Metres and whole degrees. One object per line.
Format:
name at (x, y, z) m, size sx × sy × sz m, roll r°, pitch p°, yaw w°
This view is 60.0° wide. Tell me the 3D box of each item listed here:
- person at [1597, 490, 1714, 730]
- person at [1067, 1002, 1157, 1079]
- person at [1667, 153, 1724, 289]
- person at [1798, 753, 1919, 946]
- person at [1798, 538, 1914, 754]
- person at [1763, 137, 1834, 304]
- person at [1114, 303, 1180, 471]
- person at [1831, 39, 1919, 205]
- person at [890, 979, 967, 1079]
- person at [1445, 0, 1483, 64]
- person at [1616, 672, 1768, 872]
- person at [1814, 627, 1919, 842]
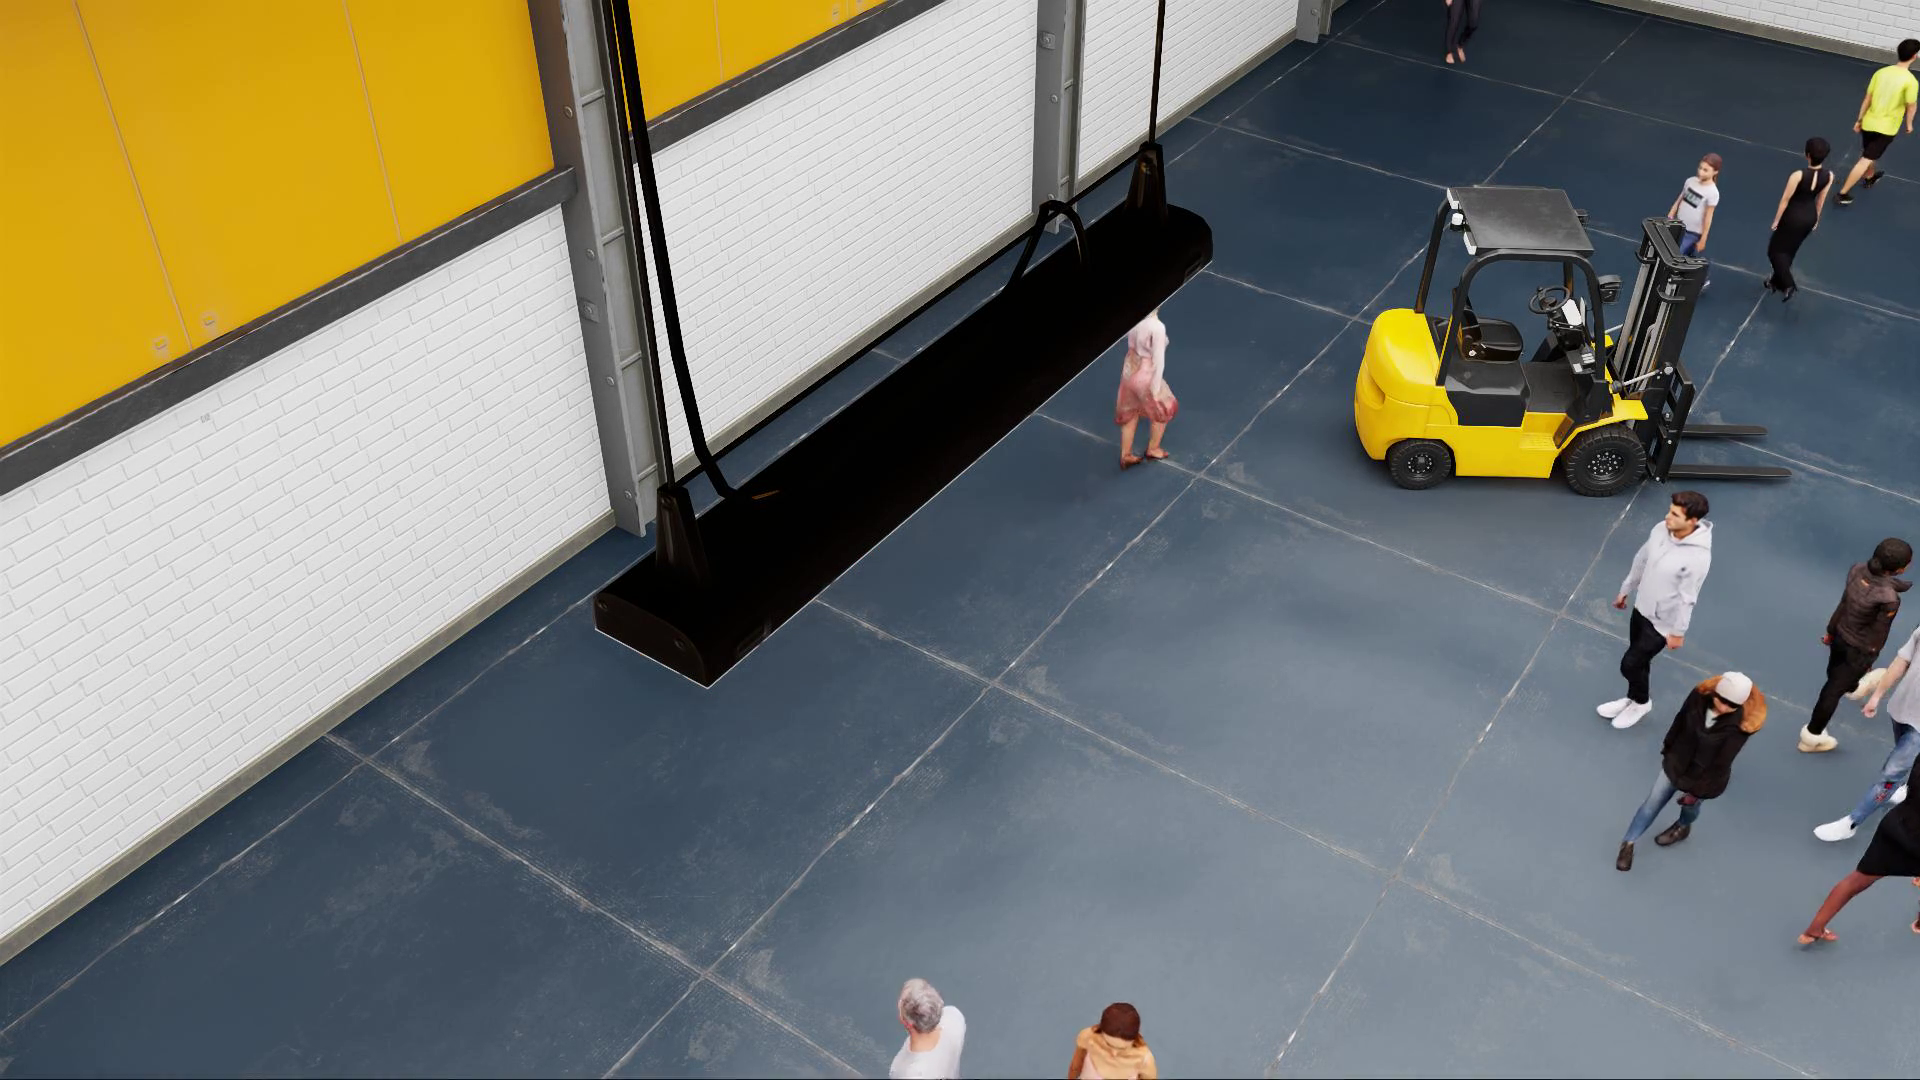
person at (4.612, 0.457, 10.786) m, size 0.868 × 1.914 × 0.815 m, roll -8°, pitch 39°, yaw -10°
person at (0.779, 2.708, 8.070) m, size 0.794 × 1.785 × 1.172 m, roll 17°, pitch 42°, yaw 20°
person at (6.735, -2.842, 15.227) m, size 1.125 × 1.527 × 0.980 m, roll -10°, pitch 40°, yaw -13°
person at (5.285, 1.734, 9.380) m, size 1.259 × 1.673 × 1.076 m, roll -11°, pitch 40°, yaw -14°
person at (5.914, 0.666, 10.739) m, size 1.054 × 1.647 × 0.941 m, roll 29°, pitch 47°, yaw 31°
person at (7.679, -2.871, 15.219) m, size 0.860 × 1.582 × 0.921 m, roll -4°, pitch 39°, yaw -5°
person at (1.389, -1.253, 13.118) m, size 0.809 × 1.675 × 0.747 m, roll -24°, pitch 45°, yaw -27°
person at (9.236, -4.159, 16.773) m, size 1.199 × 1.655 × 0.947 m, roll -19°, pitch 43°, yaw -23°
person at (-0.102, 2.775, 7.971) m, size 0.795 × 1.805 × 0.599 m, roll 10°, pitch 40°, yaw 13°
person at (5.979, -6.533, 19.698) m, size 0.747 × 1.716 × 0.771 m, roll 1°, pitch 39°, yaw 1°
person at (4.450, 1.329, 9.950) m, size 1.019 × 1.595 × 0.815 m, roll -23°, pitch 44°, yaw -26°
person at (5.915, 1.051, 10.105) m, size 1.311 × 1.835 × 1.158 m, roll -11°, pitch 40°, yaw -13°
